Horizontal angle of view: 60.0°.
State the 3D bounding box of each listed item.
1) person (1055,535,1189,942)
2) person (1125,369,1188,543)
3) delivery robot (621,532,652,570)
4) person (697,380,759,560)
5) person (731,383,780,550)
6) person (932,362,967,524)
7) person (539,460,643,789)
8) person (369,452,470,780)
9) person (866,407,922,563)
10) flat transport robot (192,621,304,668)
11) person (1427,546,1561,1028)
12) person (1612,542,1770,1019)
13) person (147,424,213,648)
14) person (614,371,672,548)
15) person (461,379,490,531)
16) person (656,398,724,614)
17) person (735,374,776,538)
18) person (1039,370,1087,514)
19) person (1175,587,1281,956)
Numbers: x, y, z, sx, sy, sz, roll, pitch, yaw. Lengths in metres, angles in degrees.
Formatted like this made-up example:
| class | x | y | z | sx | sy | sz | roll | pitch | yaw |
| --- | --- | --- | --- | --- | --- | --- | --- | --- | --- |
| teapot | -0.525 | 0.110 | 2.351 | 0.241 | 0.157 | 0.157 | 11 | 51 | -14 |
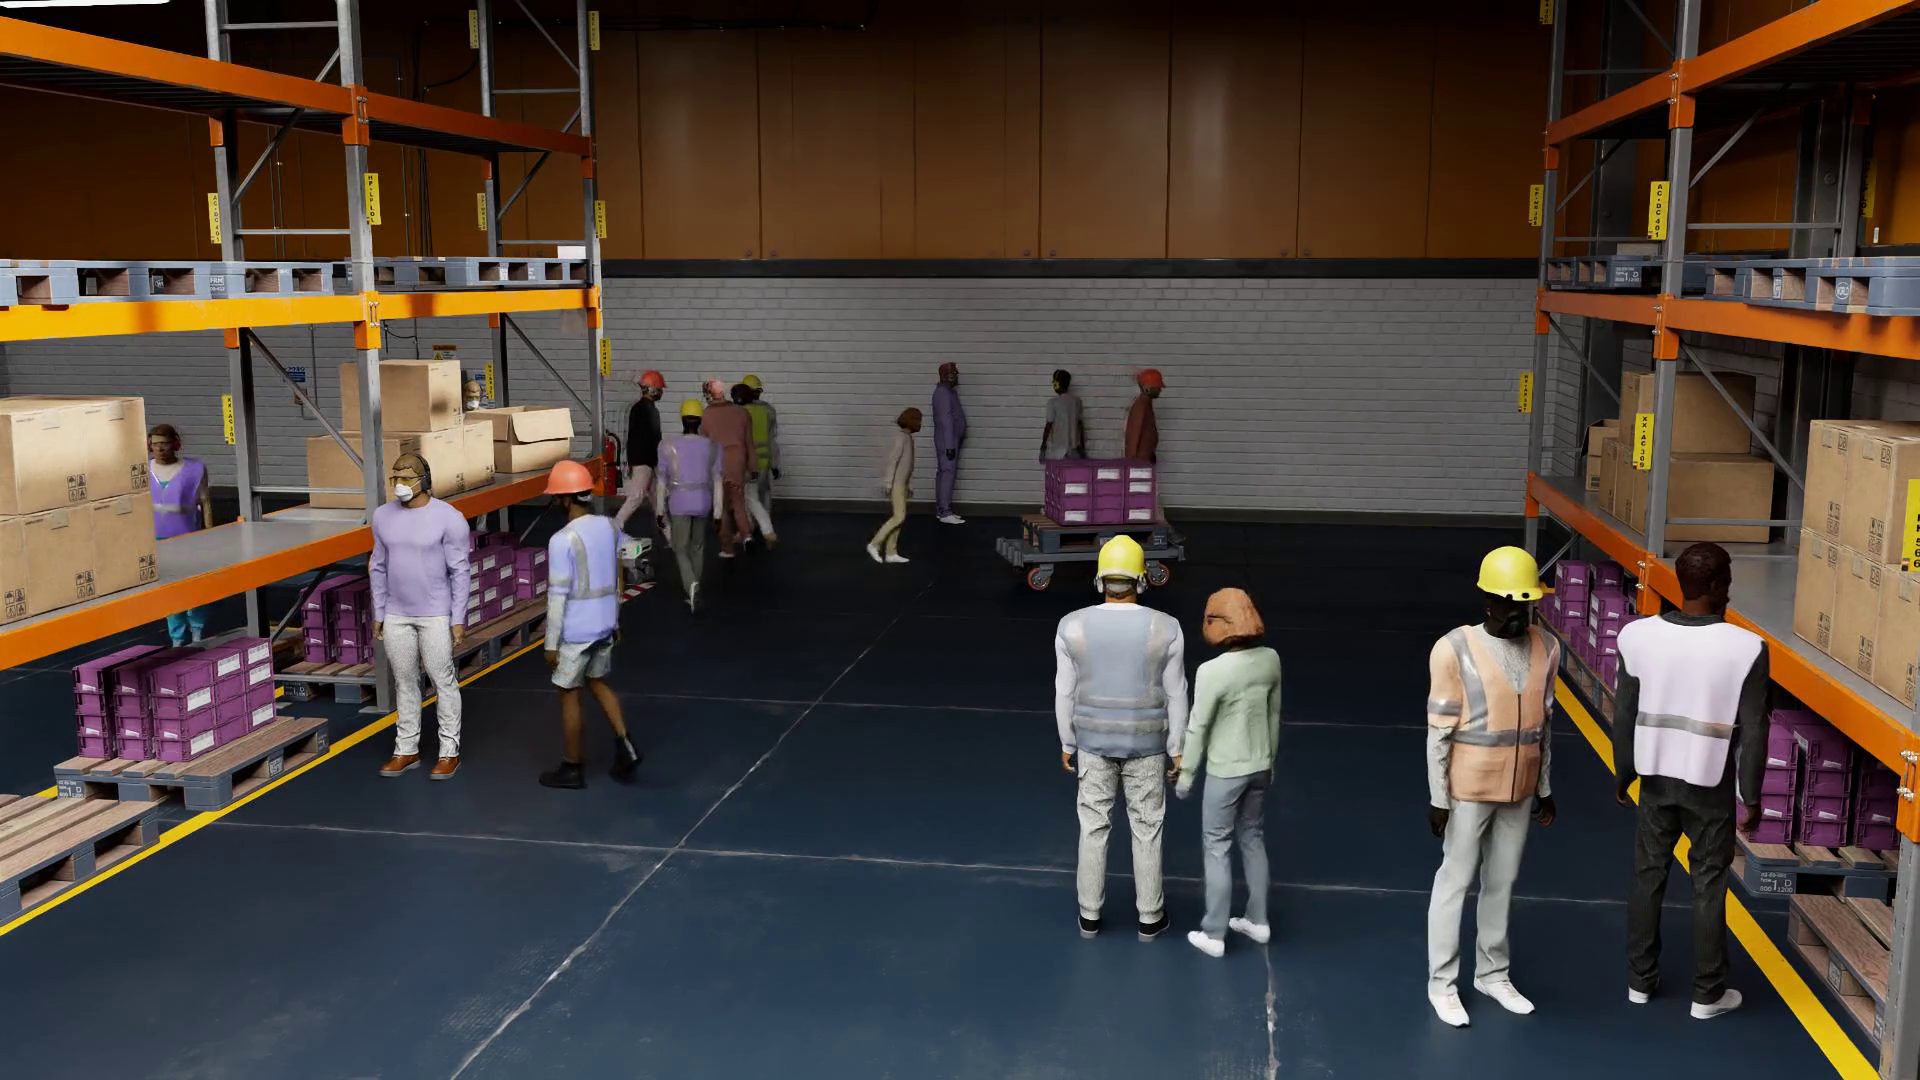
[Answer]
| class | x | y | z | sx | sy | sz | roll | pitch | yaw |
| --- | --- | --- | --- | --- | --- | --- | --- | --- | --- |
| person | 0.723 | 0.885 | 7.423 | 0.590 | 1.835 | 0.404 | 2 | 9 | 12 |
| person | 1.961 | -0.926 | 18.334 | 1.046 | 1.932 | 0.711 | 2 | 9 | 10 |
| delivery robot | -3.333 | 0.090 | 15.975 | 0.707 | 0.478 | 0.477 | 2 | 9 | 13 |
| person | -2.436 | -0.722 | 17.206 | 0.705 | 1.876 | 0.412 | -5 | 11 | -30 |
| person | -2.221 | -0.790 | 17.909 | 0.898 | 1.797 | 0.646 | 8 | 12 | 40 |
| person | -0.125 | -1.154 | 19.758 | 0.410 | 1.913 | 0.651 | -1 | 9 | -6 |
| person | -2.166 | 0.495 | 9.550 | 0.544 | 1.924 | 0.593 | 5 | 10 | 28 |
| person | -3.184 | 0.448 | 9.804 | 0.628 | 1.940 | 0.373 | 2 | 9 | 12 |
| person | -0.644 | -0.556 | 16.993 | 0.526 | 1.601 | 0.544 | 2 | 9 | 11 |
| flat transport robot | -5.370 | 0.852 | 12.434 | 0.652 | 0.197 | 1.431 | 2 | 10 | 12 |
| person | 2.129 | 0.970 | 6.615 | 0.591 | 1.926 | 0.386 | -3 | 10 | -19 |
| person | 2.921 | 0.964 | 6.696 | 0.587 | 1.915 | 0.397 | 8 | 12 | 41 |
| person | -6.114 | 0.003 | 12.902 | 0.581 | 1.826 | 0.447 | -1 | 9 | -7 |
| person | -3.373 | -0.819 | 17.647 | 1.060 | 1.942 | 0.663 | -4 | 10 | -26 |
| person | -4.796 | -0.613 | 16.361 | 0.627 | 1.934 | 0.372 | -8 | 12 | -42 |
| person | -2.336 | -0.293 | 14.510 | 0.585 | 1.892 | 0.792 | -4 | 10 | -22 |
| person | -2.331 | -0.943 | 18.704 | 0.404 | 1.832 | 0.594 | 7 | 11 | 36 |
| person | 1.134 | -1.075 | 19.527 | 0.558 | 1.835 | 0.850 | -7 | 11 | -36 |
| person | 1.187 | 1.011 | 7.280 | 0.518 | 1.624 | 0.331 | -7 | 12 | -38 |
